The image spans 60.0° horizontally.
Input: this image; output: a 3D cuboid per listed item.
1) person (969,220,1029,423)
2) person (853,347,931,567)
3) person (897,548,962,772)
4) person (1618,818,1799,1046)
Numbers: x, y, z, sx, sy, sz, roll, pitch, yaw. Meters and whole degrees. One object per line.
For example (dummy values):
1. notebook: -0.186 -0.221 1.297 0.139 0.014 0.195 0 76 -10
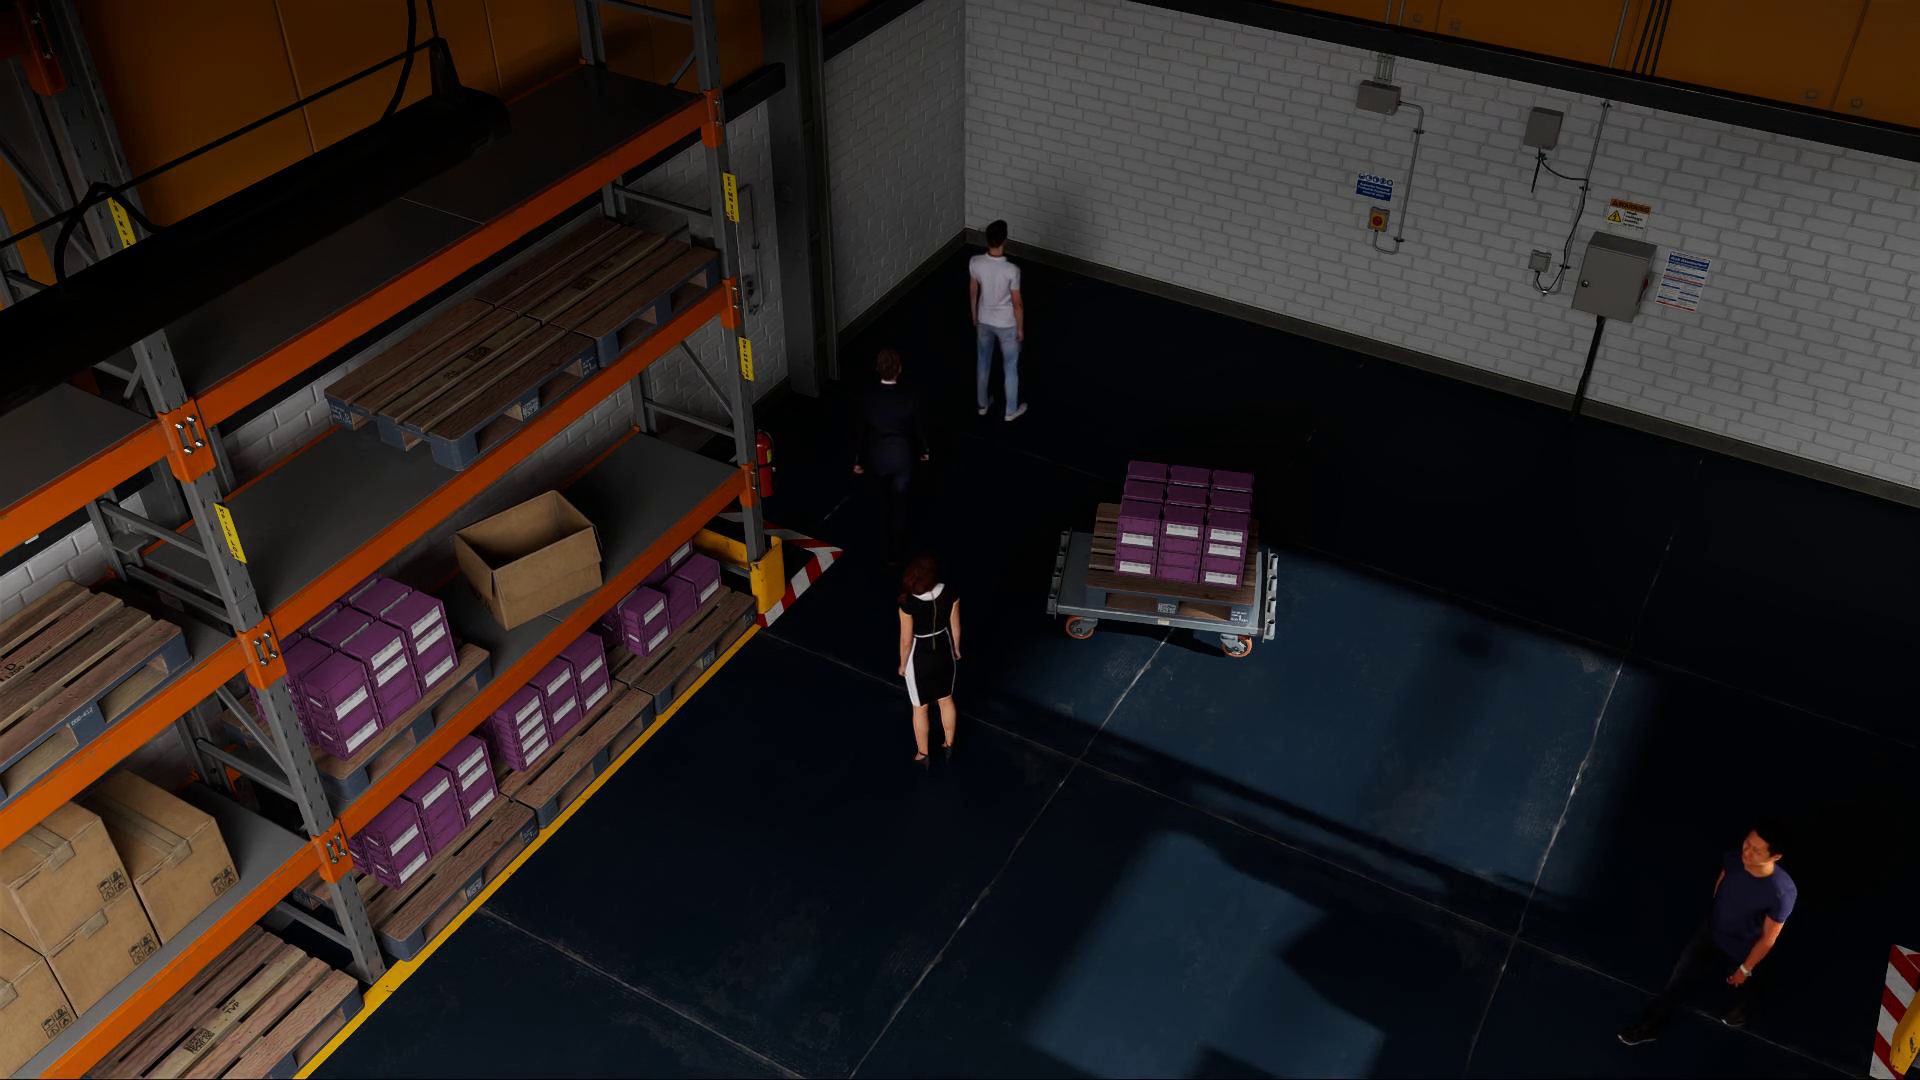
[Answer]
1. person: 0.298 -1.836 14.075 0.664 1.853 0.563 18 42 22
2. person: -0.542 -0.595 12.577 0.986 1.782 1.192 4 39 4
3. person: -0.200 0.789 10.834 0.628 1.795 0.720 -15 41 -18
4. person: 4.329 2.169 9.142 1.240 1.751 1.078 -16 41 -19
